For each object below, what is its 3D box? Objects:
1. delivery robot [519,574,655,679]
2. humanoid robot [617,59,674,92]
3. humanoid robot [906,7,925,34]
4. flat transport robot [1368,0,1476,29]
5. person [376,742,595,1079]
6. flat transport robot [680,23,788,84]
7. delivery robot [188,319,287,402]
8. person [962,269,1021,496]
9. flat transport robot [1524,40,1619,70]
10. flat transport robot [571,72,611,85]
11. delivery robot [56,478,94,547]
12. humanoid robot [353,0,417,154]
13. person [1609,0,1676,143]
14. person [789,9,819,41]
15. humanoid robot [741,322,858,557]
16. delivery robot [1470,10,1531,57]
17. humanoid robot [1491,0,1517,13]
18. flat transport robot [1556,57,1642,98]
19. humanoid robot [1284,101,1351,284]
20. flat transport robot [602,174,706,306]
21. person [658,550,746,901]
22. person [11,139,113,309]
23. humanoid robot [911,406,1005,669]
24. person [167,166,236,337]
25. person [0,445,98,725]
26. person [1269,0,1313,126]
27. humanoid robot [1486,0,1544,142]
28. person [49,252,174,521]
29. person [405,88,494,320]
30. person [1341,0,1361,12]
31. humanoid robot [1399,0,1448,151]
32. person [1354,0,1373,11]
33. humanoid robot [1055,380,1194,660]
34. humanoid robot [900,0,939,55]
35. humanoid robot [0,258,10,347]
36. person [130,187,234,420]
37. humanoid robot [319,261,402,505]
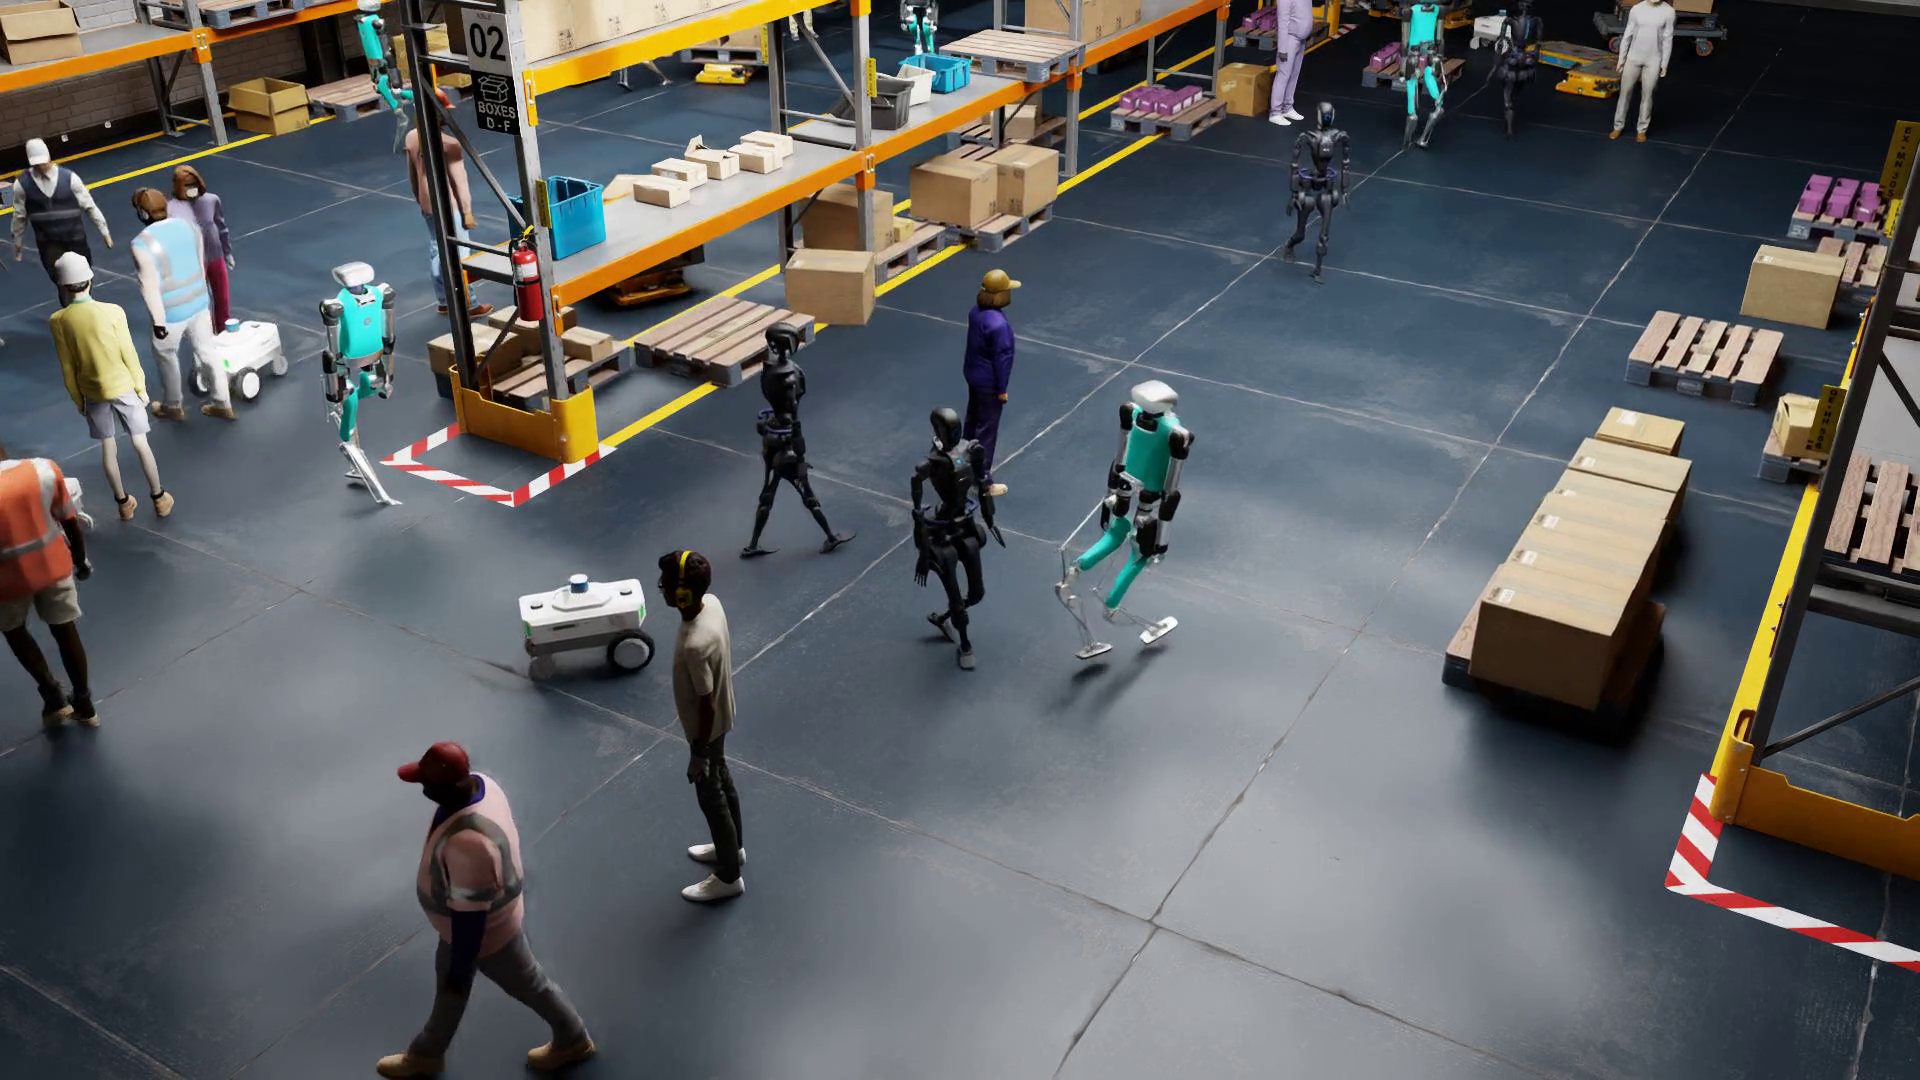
[{"bbox_3d":[-2.218,0.477,9.795,0.758,0.583,0.499,-9,31,-15],"label":"delivery robot"},{"bbox_3d":[-4.092,-6.536,21.075,0.530,1.778,1.026,19,35,30],"label":"humanoid robot"},{"bbox_3d":[-0.661,-8.135,23.910,0.450,1.643,0.612,8,30,14],"label":"humanoid robot"},{"bbox_3d":[6.910,-7.882,24.884,0.659,0.231,1.431,-26,39,-38],"label":"flat transport robot"},{"bbox_3d":[-2.001,1.536,6.765,0.904,1.703,0.633,-9,31,-16],"label":"person"},{"bbox_3d":[-2.996,-6.353,22.180,0.659,0.231,1.431,5,30,8],"label":"flat transport robot"},{"bbox_3d":[-5.738,-1.463,13.220,0.499,0.575,0.757,8,30,13],"label":"delivery robot"},{"bbox_3d":[0.226,-1.107,11.538,0.382,1.615,0.462,-9,31,-16],"label":"person"},{"bbox_3d":[8.256,-6.491,22.424,0.659,0.231,1.431,-19,34,-30],"label":"flat transport robot"},{"bbox_3d":[-5.367,-6.265,22.024,1.431,0.231,0.659,20,35,31],"label":"flat transport robot"},{"bbox_3d":[-6.215,-0.212,11.011,0.778,0.581,0.499,-1,29,-1],"label":"delivery robot"},{"bbox_3d":[-6.250,-5.131,18.605,0.543,1.854,0.754,25,38,36],"label":"humanoid robot"},{"bbox_3d":[7.837,-5.511,19.055,0.558,1.888,0.397,13,32,22],"label":"person"},{"bbox_3d":[-2.233,-8.010,23.602,0.569,1.749,0.341,-19,35,-30],"label":"person"},{"bbox_3d":[-1.081,-0.649,10.692,0.757,1.631,0.589,-11,31,-19],"label":"humanoid robot"},{"bbox_3d":[7.516,-7.067,23.144,0.499,0.587,0.791,-21,36,-33],"label":"delivery robot"},{"bbox_3d":[8.326,-8.841,25.136,0.599,1.657,0.315,6,30,11],"label":"humanoid robot"},{"bbox_3d":[8.346,-5.990,21.538,0.659,0.231,1.431,24,37,36],"label":"flat transport robot"},{"bbox_3d":[3.267,-3.229,15.240,0.589,1.642,0.621,-4,30,-7],"label":"humanoid robot"},{"bbox_3d":[-3.128,-2.507,15.376,0.659,0.231,1.431,-19,35,-30],"label":"flat transport robot"},{"bbox_3d":[-1.208,0.871,7.775,0.313,1.869,0.531,0,29,-1],"label":"person"},{"bbox_3d":[-7.565,-2.548,13.980,0.756,1.719,0.823,-16,33,-25],"label":"person"},{"bbox_3d":[-0.043,-0.048,9.619,0.613,1.638,0.490,-23,37,-35],"label":"humanoid robot"},{"bbox_3d":[-6.166,-2.258,13.559,0.385,1.621,0.506,24,37,35],"label":"person"},{"bbox_3d":[-5.021,0.162,8.954,0.439,1.940,0.660,25,38,37],"label":"person"},{"bbox_3d":[3.961,-5.898,19.728,0.404,1.900,0.634,18,34,29],"label":"person"},{"bbox_3d":[6.407,-5.508,19.286,0.609,1.632,0.725,-6,30,-11],"label":"humanoid robot"},{"bbox_3d":[-5.673,-0.993,11.067,0.480,1.887,0.403,-9,31,-15],"label":"person"},{"bbox_3d":[-4.415,-2.876,14.281,0.611,1.990,0.389,16,33,26],"label":"person"},{"bbox_3d":[6.024,-8.980,25.375,0.641,1.692,0.688,20,35,32],"label":"person"},{"bbox_3d":[5.244,-5.173,18.699,0.540,1.891,0.743,-6,30,-10],"label":"humanoid robot"},{"bbox_3d":[6.214,-8.898,25.108,0.573,1.821,0.493,11,31,19],"label":"person"},{"bbox_3d":[0.899,-0.031,9.495,0.931,1.742,0.543,-20,35,-31],"label":"humanoid robot"},{"bbox_3d":[-0.450,-6.659,21.269,0.556,1.831,0.669,10,31,18],"label":"humanoid robot"},{"bbox_3d":[-8.131,-2.277,13.568,0.601,1.645,0.610,-23,37,-34],"label":"humanoid robot"},{"bbox_3d":[-5.952,-1.759,12.481,0.749,1.816,0.646,11,31,19],"label":"person"},{"bbox_3d":[-4.220,-1.102,11.445,0.857,1.783,0.549,21,36,32],"label":"humanoid robot"}]
